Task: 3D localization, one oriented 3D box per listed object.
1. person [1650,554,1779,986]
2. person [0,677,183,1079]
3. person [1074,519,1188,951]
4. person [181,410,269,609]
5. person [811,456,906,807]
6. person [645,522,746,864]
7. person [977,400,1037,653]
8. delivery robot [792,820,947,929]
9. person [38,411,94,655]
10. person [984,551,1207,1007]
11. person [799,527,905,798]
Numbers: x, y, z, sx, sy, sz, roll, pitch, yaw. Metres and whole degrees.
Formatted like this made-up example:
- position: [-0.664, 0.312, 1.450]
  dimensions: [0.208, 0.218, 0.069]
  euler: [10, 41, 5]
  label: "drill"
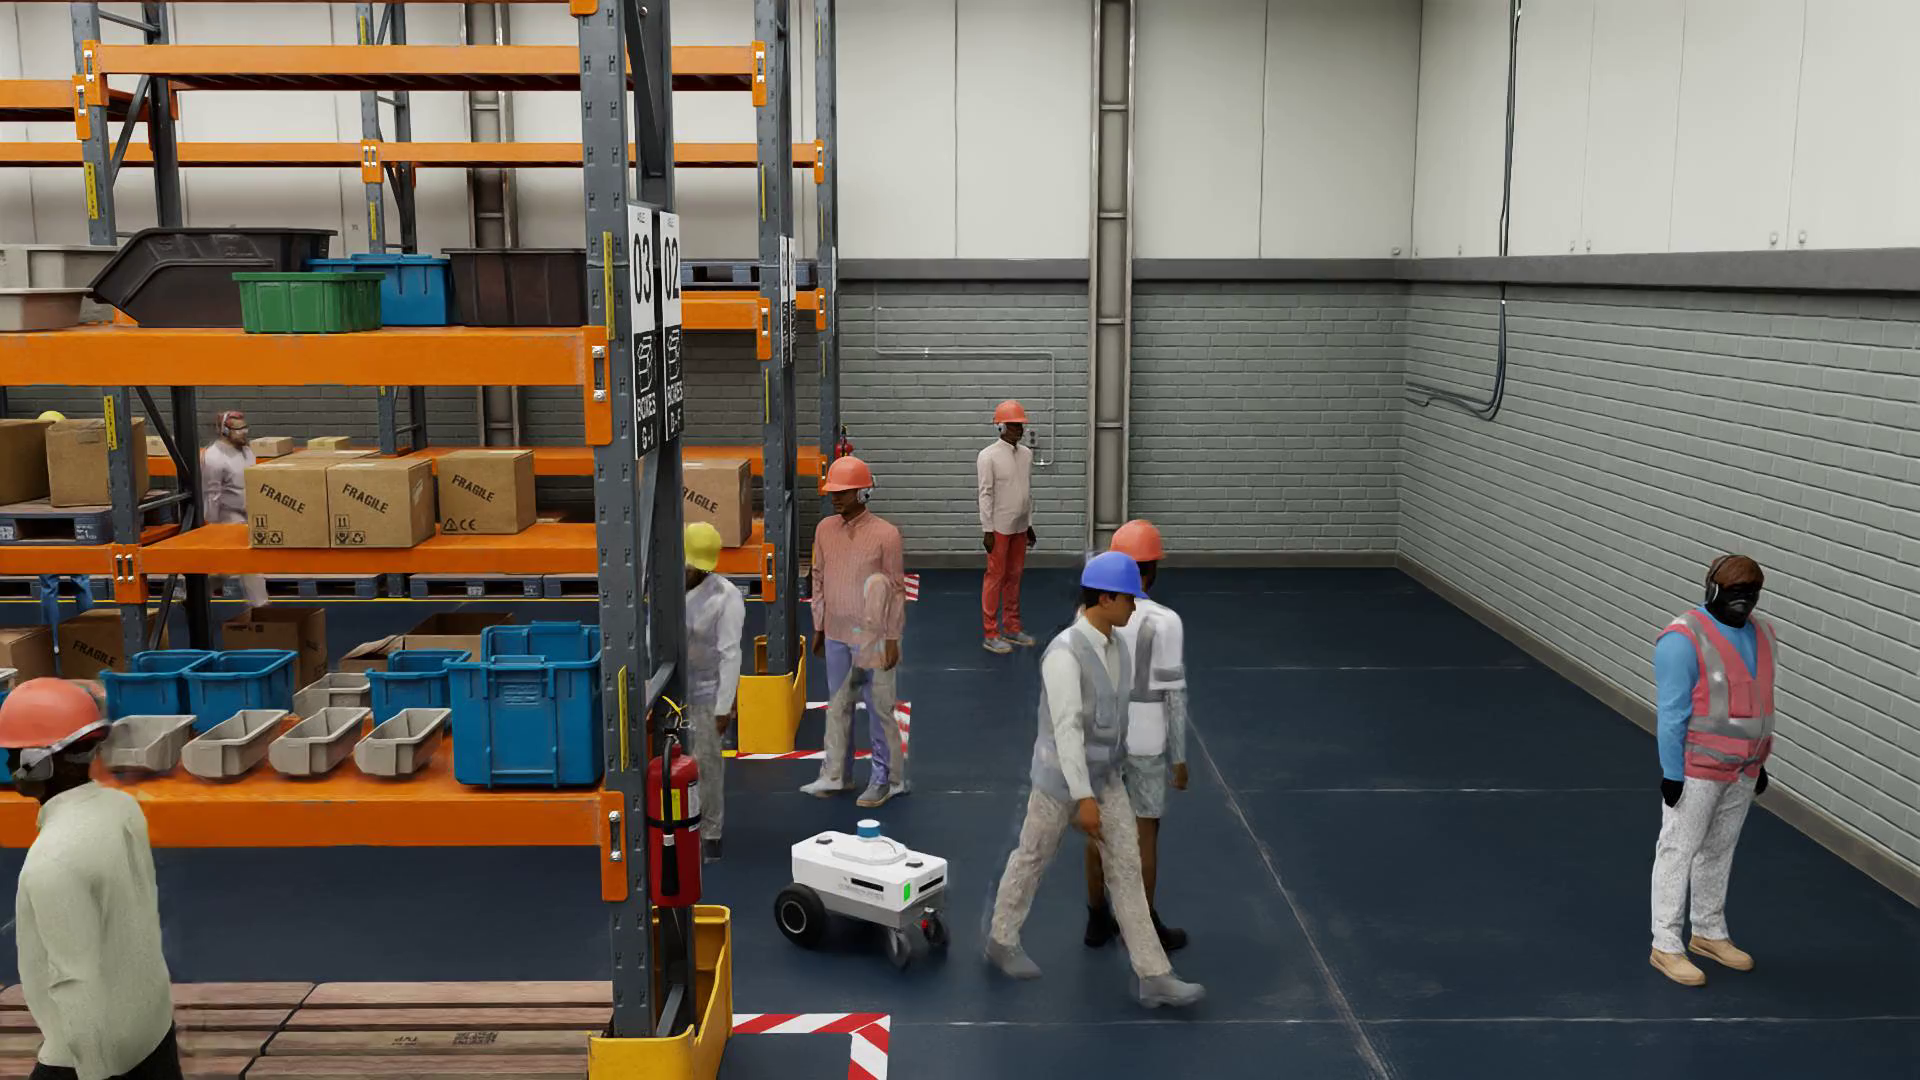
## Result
- position: [3.243, 0.965, 7.129]
  dimensions: [0.623, 1.841, 0.430]
  euler: [-5, 10, -27]
  label: "person"
- position: [-2.460, 1.334, 4.561]
  dimensions: [1.045, 1.931, 0.625]
  euler: [-1, 9, -6]
  label: "person"
- position: [0.773, 0.872, 7.402]
  dimensions: [0.564, 1.934, 0.390]
  euler: [8, 12, 41]
  label: "person"
- position: [-6.160, -0.166, 13.992]
  dimensions: [0.945, 1.869, 0.647]
  euler: [0, 9, 0]
  label: "person"
- position: [-0.599, 0.515, 9.407]
  dimensions: [0.618, 1.993, 0.396]
  euler: [6, 11, 34]
  label: "person"
- position: [-1.419, 0.766, 8.532]
  dimensions: [0.740, 1.781, 0.428]
  euler: [6, 11, 34]
  label: "person"
- position: [0.383, -0.113, 13.250]
  dimensions: [0.375, 1.997, 0.612]
  euler: [8, 12, 39]
  label: "person"
- position: [-0.409, 1.502, 7.471]
  dimensions: [0.707, 0.478, 0.477]
  euler: [7, 11, 35]
  label: "delivery robot"
- position: [-7.093, -0.054, 13.102]
  dimensions: [0.595, 1.925, 0.371]
  euler: [-5, 10, -28]
  label: "person"
- position: [0.529, 0.984, 6.903]
  dimensions: [1.050, 1.880, 0.627]
  euler: [8, 12, 40]
  label: "person"
- position: [-0.620, 0.699, 9.411]
  dimensions: [0.668, 1.618, 0.526]
  euler: [-4, 10, -23]
  label: "person"
